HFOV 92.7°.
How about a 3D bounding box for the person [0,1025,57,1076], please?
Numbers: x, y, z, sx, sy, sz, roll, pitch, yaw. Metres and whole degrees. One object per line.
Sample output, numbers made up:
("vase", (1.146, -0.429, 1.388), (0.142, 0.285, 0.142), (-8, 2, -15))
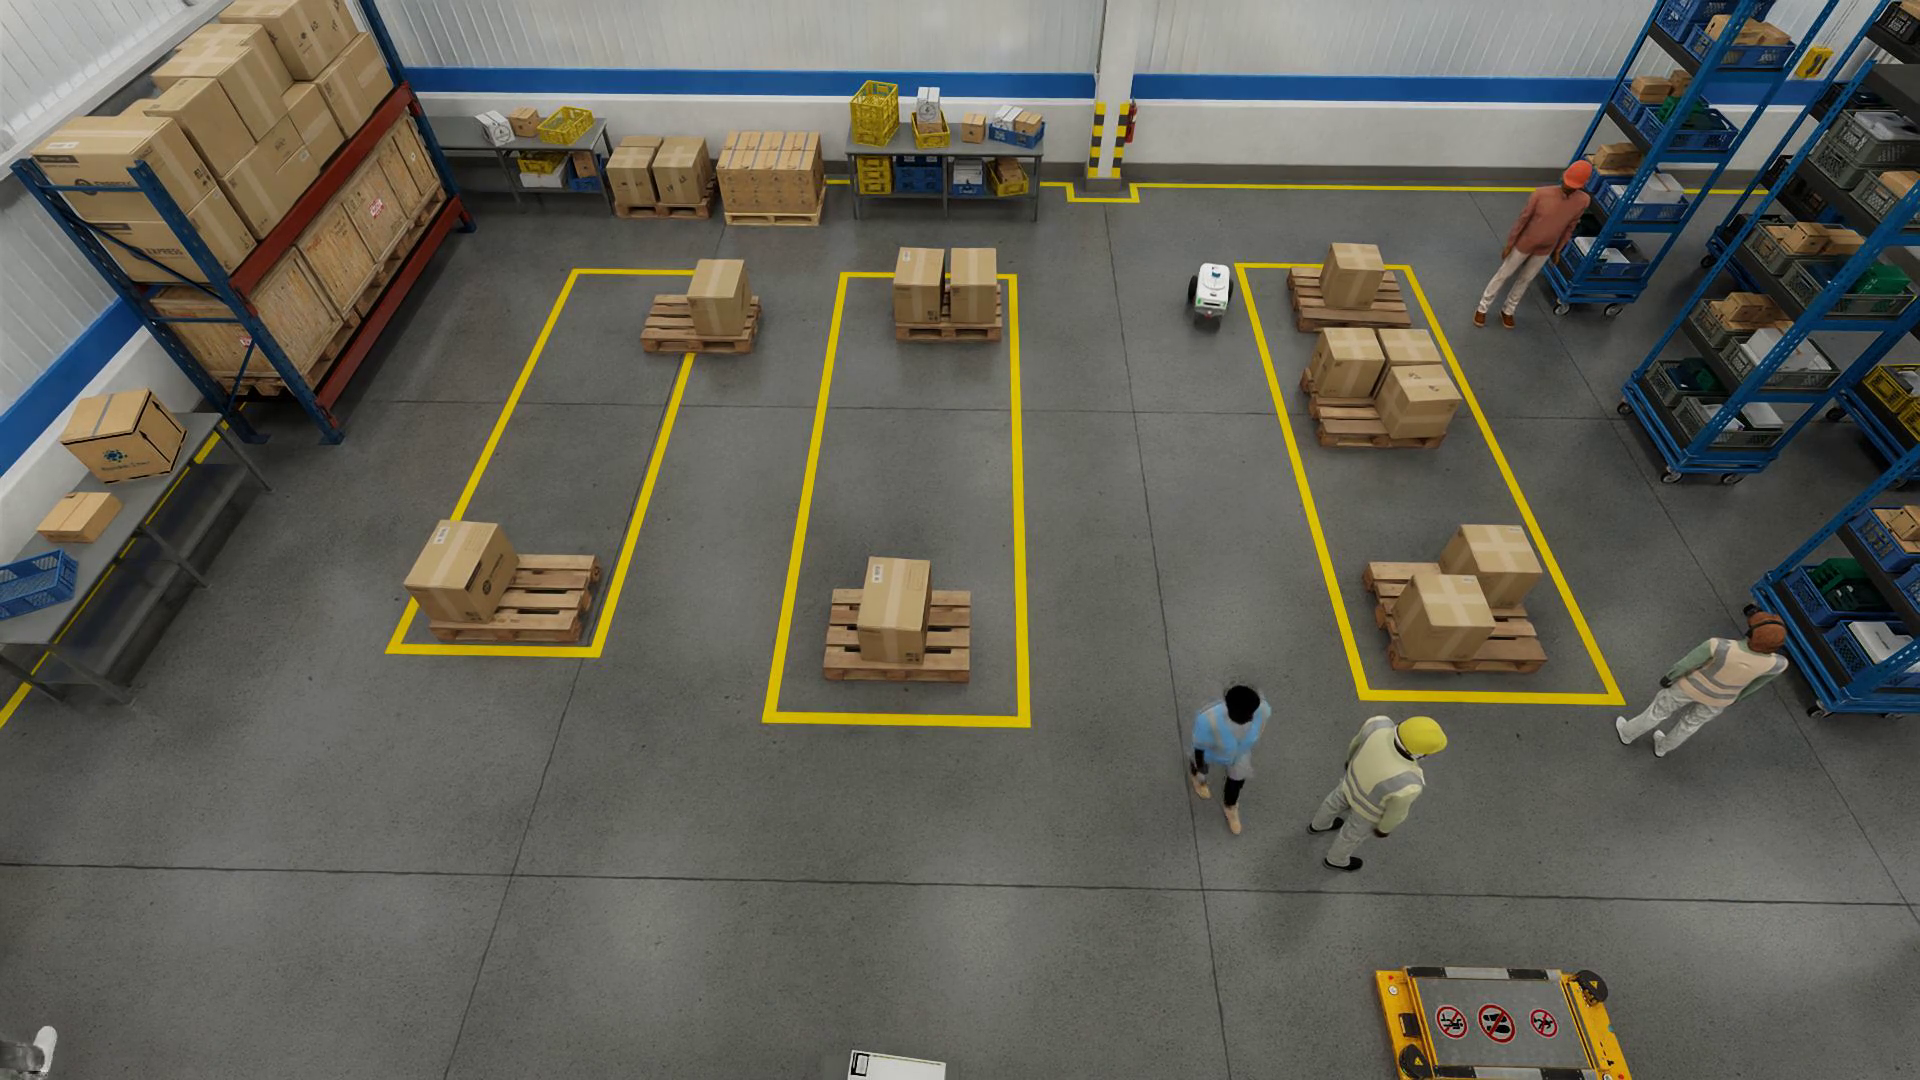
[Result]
("person", (-5.836, 2.953, 5.028), (0.586, 1.874, 0.854), (-23, 54, -18))

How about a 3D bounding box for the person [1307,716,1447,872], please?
("person", (2.751, 1.670, 6.105), (0.404, 1.834, 0.591), (-5, 51, -4))

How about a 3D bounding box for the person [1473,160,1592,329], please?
("person", (6.251, -3.188, 9.968), (0.608, 1.987, 0.391), (8, 51, 6))

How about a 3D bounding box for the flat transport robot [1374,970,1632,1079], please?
("flat transport robot", (3.501, 3.133, 5.914), (1.431, 0.197, 0.652), (1, 51, 1))

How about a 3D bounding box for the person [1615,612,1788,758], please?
("person", (5.434, 1.090, 6.709), (0.516, 1.633, 0.312), (19, 53, 15))

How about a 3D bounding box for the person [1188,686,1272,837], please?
("person", (1.834, 1.527, 6.323), (0.545, 1.671, 0.696), (-7, 51, -6))

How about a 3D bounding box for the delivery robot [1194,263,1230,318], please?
("delivery robot", (2.921, -2.904, 10.593), (0.477, 0.478, 0.707), (10, 51, 8))
